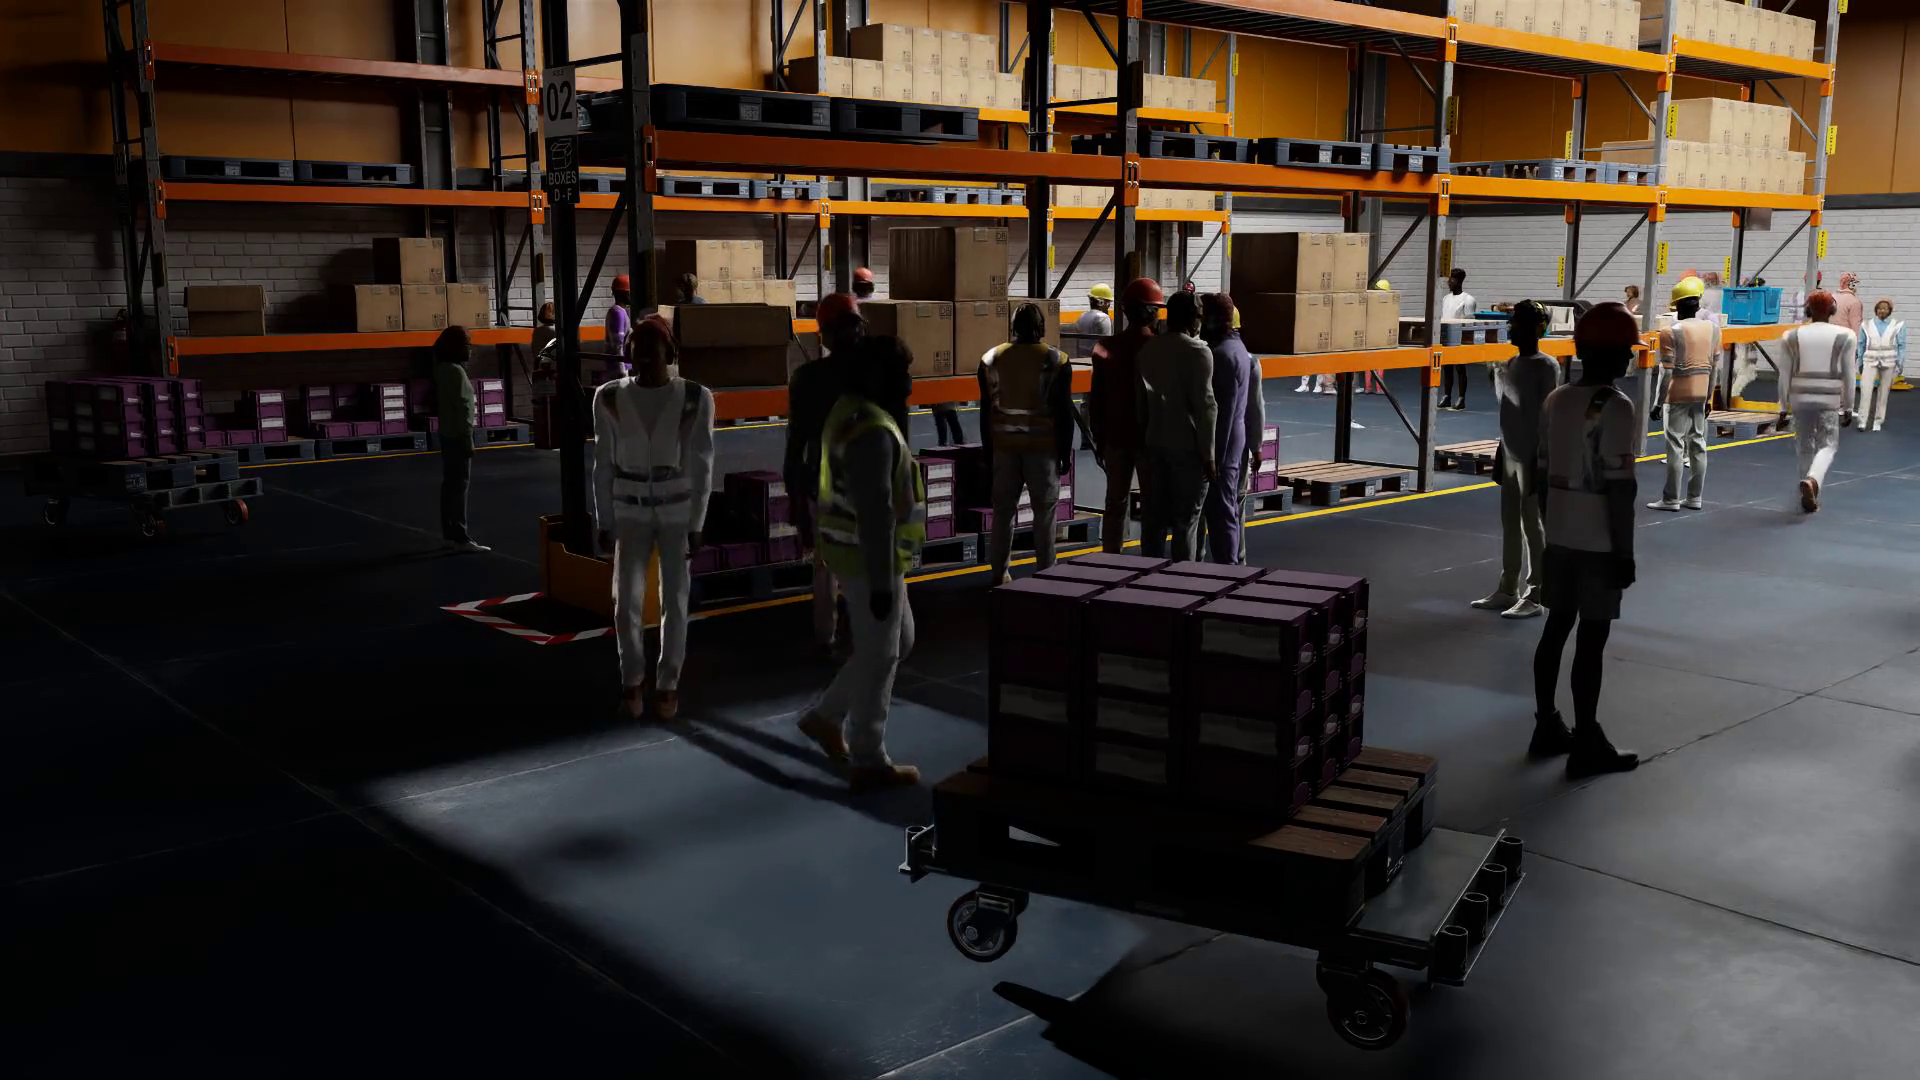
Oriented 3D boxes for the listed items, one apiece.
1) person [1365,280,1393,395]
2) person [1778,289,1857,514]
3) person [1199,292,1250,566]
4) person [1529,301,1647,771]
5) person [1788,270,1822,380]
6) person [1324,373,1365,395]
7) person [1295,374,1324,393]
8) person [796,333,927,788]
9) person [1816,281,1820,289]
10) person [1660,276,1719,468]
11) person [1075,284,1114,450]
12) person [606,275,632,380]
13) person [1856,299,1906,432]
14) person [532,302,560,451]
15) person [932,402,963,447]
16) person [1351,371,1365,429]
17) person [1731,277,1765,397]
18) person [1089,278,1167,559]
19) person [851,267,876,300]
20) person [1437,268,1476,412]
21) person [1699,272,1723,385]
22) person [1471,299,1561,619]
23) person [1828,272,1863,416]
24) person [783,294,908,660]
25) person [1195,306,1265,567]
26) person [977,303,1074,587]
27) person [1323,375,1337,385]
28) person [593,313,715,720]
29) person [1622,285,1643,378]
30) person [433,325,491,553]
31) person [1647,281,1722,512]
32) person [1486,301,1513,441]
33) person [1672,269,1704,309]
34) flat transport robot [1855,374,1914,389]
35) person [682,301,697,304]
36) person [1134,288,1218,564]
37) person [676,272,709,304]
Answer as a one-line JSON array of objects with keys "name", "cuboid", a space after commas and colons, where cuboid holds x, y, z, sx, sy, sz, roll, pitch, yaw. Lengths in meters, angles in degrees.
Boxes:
[{"name": "person", "cuboid": [6.422, -3.092, 25.470, 0.326, 1.761, 0.523, -5, 11, -27]}, {"name": "person", "cuboid": [6.948, -1.108, 13.548, 0.585, 1.862, 0.693, 7, 12, 35]}, {"name": "person", "cuboid": [1.557, -0.557, 10.202, 0.403, 1.904, 0.651, 2, 10, 14]}, {"name": "person", "cuboid": [2.629, -0.017, 6.937, 0.369, 1.939, 0.542, -3, 10, -15]}, {"name": "person", "cuboid": [12.771, -3.112, 25.063, 0.546, 1.938, 0.361, 9, 13, 43]}, {"name": "person", "cuboid": [5.886, -3.156, 25.460, 0.775, 1.883, 0.681, -9, 13, -42]}, {"name": "person", "cuboid": [5.508, -3.222, 25.916, 0.518, 1.869, 0.329, 8, 13, 39]}, {"name": "person", "cuboid": [-0.350, 0.095, 6.603, 0.445, 1.828, 0.644, -2, 10, -11]}, {"name": "person", "cuboid": [13.512, -3.294, 26.351, 0.425, 1.868, 0.696, 3, 10, 19]}, {"name": "person", "cuboid": [7.358, -1.695, 16.817, 0.394, 1.919, 0.589, -3, 10, -18]}, {"name": "person", "cuboid": [1.505, -1.866, 18.106, 0.403, 1.822, 0.587, -6, 11, -30]}, {"name": "person", "cuboid": [-3.589, -1.860, 17.772, 0.385, 1.929, 0.545, -2, 10, -11]}, {"name": "person", "cuboid": [11.058, -2.083, 20.000, 0.520, 1.602, 0.813, 6, 11, 31]}, {"name": "person", "cuboid": [-4.498, -1.790, 18.245, 0.502, 1.629, 0.287, 7, 12, 37]}, {"name": "person", "cuboid": [-0.205, -1.608, 17.055, 0.613, 1.654, 0.551, 2, 10, 13]}, {"name": "person", "cuboid": [4.862, -2.191, 20.560, 0.279, 1.633, 0.505, 1, 10, 3]}, {"name": "person", "cuboid": [10.258, -2.498, 21.738, 0.417, 1.853, 0.497, 3, 10, 19]}, {"name": "person", "cuboid": [1.091, -0.608, 10.239, 0.612, 1.991, 0.392, 6, 11, 32]}, {"name": "person", "cuboid": [-1.082, -2.026, 18.504, 0.624, 2.011, 0.947, -2, 10, -13]}, {"name": "person", "cuboid": [6.795, -2.749, 22.851, 0.367, 1.965, 0.607, -5, 11, -26]}, {"name": "person", "cuboid": [11.950, -3.318, 26.450, 0.651, 1.880, 0.464, -3, 10, -18]}, {"name": "person", "cuboid": [3.305, -0.476, 9.811, 0.325, 1.876, 0.521, -3, 10, -14]}, {"name": "person", "cuboid": [11.782, -2.603, 22.157, 0.407, 1.913, 0.641, -2, 10, -11]}, {"name": "person", "cuboid": [-0.581, -0.274, 8.495, 0.632, 1.930, 0.848, 1, 10, 6]}, {"name": "person", "cuboid": [1.705, -0.644, 10.919, 0.600, 1.831, 0.404, 4, 10, 20]}, {"name": "person", "cuboid": [0.425, -0.581, 10.567, 0.622, 1.835, 0.431, 3, 10, 18]}, {"name": "person", "cuboid": [6.209, -3.394, 27.211, 0.311, 1.769, 0.533, -6, 12, -33]}, {"name": "person", "cuboid": [-1.391, -0.089, 7.569, 0.571, 1.864, 0.502, 0, 10, -3]}, {"name": "person", "cuboid": [11.608, -3.610, 28.926, 0.665, 1.615, 0.535, -3, 10, -18]}, {"name": "person", "cuboid": [-3.606, -0.721, 11.953, 0.284, 1.632, 0.498, -6, 12, -33]}, {"name": "person", "cuboid": [6.025, -1.190, 13.872, 0.585, 1.917, 0.382, -3, 10, -18]}, {"name": "person", "cuboid": [6.249, -1.921, 19.015, 0.403, 1.612, 0.533, -5, 11, -25]}, {"name": "person", "cuboid": [10.541, -2.942, 24.113, 0.412, 1.932, 0.563, -1, 10, -5]}, {"name": "flat transport robot", "cuboid": [14.372, -2.546, 26.617, 1.431, 0.197, 0.652, 1, 10, 8]}, {"name": "person", "cuboid": [-2.691, -1.581, 16.867, 0.546, 1.660, 0.746, 6, 11, 32]}, {"name": "person", "cuboid": [1.299, -0.525, 9.929, 0.372, 1.934, 0.627, -7, 12, -35]}, {"name": "person", "cuboid": [-3.103, -2.129, 19.313, 0.628, 1.937, 0.378, 9, 14, 44]}]
